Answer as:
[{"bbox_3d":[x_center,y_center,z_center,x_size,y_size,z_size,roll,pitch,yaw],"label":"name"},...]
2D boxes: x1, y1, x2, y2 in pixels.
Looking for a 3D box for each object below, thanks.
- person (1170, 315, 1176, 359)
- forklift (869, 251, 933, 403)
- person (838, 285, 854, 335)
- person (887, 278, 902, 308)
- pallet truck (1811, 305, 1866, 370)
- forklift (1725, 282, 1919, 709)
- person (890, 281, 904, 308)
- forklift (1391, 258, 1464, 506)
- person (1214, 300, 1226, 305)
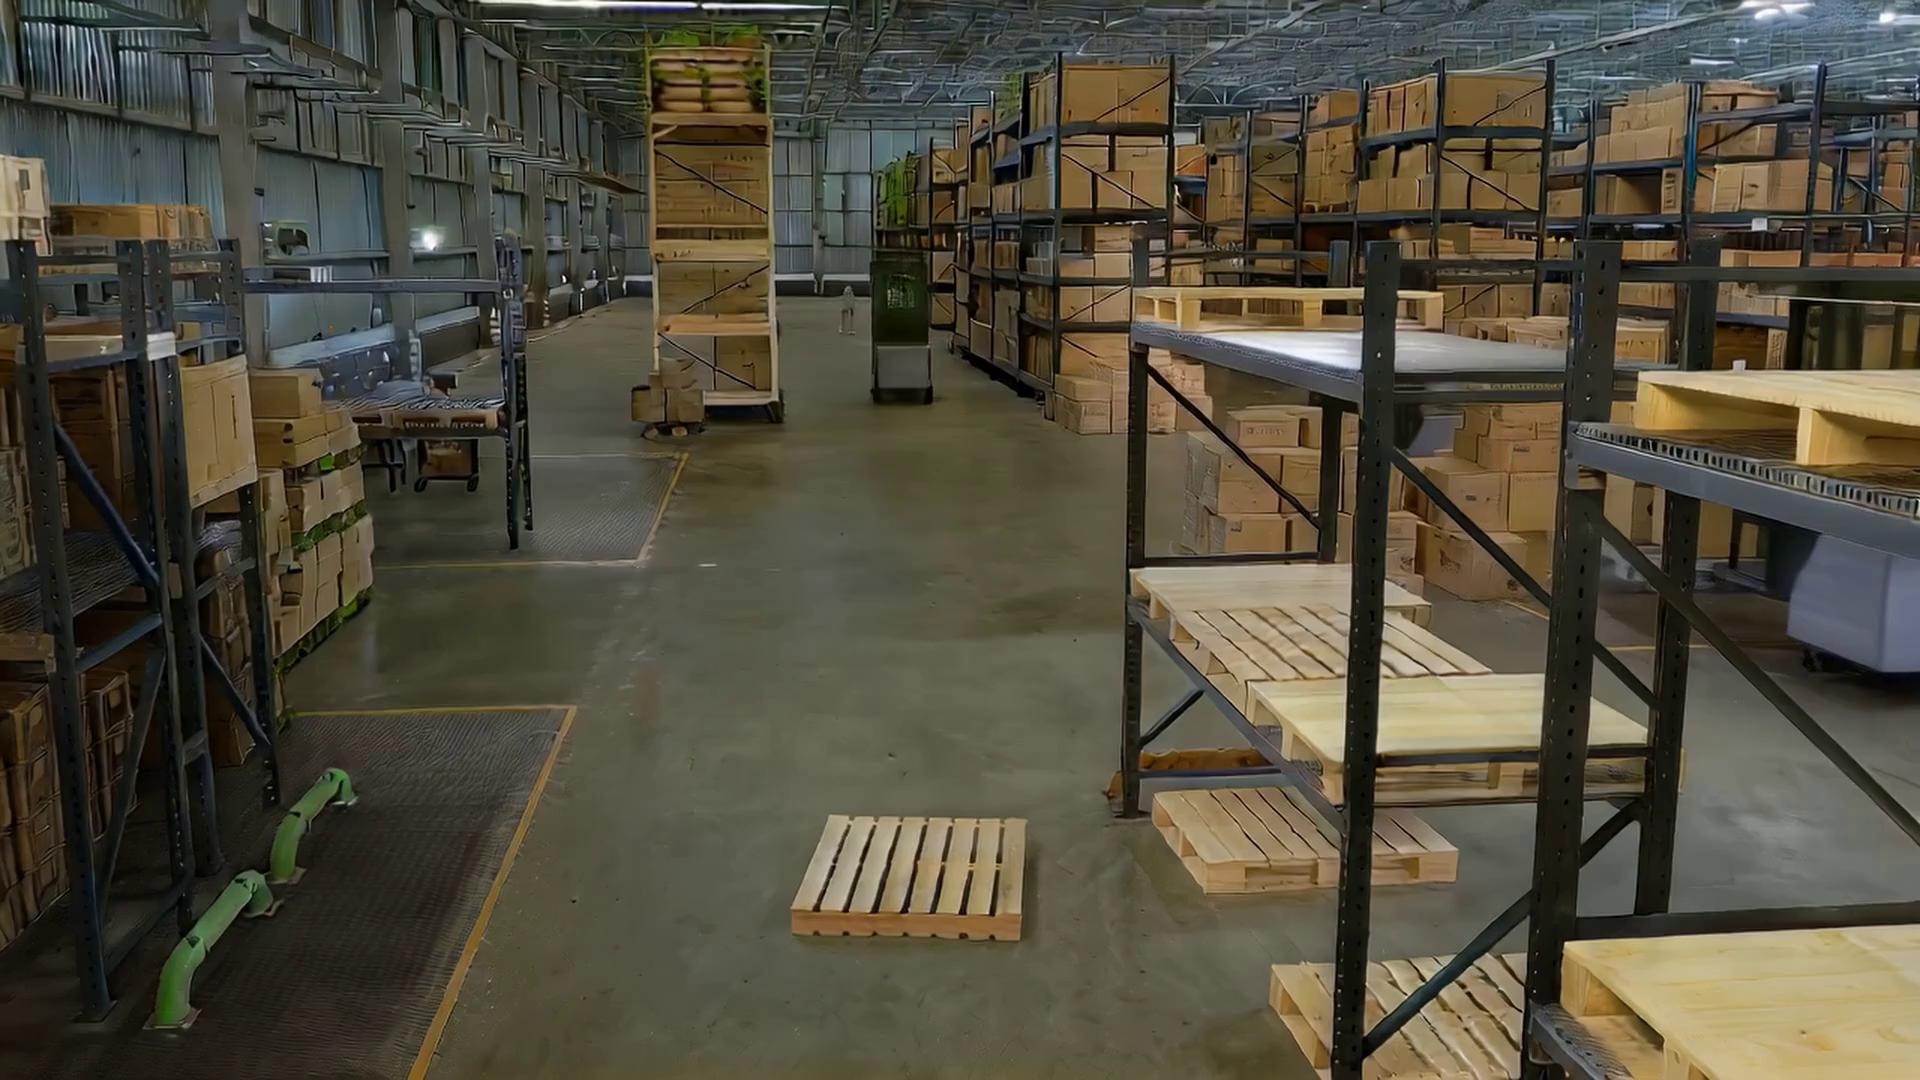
[{"bbox_3d":[4.651,-4.511,37.415,0.534,1.625,0.370,2,11,13],"label":"person"},{"bbox_3d":[-1.119,-4.047,31.356,1.129,2.768,1.873,-1,10,-6],"label":"forklift"},{"bbox_3d":[-3.660,-7.355,53.212,0.514,1.609,0.749,-6,12,-31],"label":"person"},{"bbox_3d":[-2.099,-7.261,51.991,0.617,1.859,1.028,-2,10,-13],"label":"person"},{"bbox_3d":[15.846,-3.142,28.793,1.885,1.965,0.823,2,10,12],"label":"pallet truck"},{"bbox_3d":[6.242,-0.419,11.257,1.129,2.768,1.873,-1,10,-6],"label":"forklift"},{"bbox_3d":[-1.900,-6.731,49.129,0.509,1.826,0.585,6,12,29],"label":"person"},{"bbox_3d":[4.990,-1.797,18.891,1.873,2.768,1.129,-1,10,-6],"label":"forklift"},{"bbox_3d":[9.123,-8.372,57.978,0.580,1.919,0.530,-3,11,-17],"label":"person"}]
